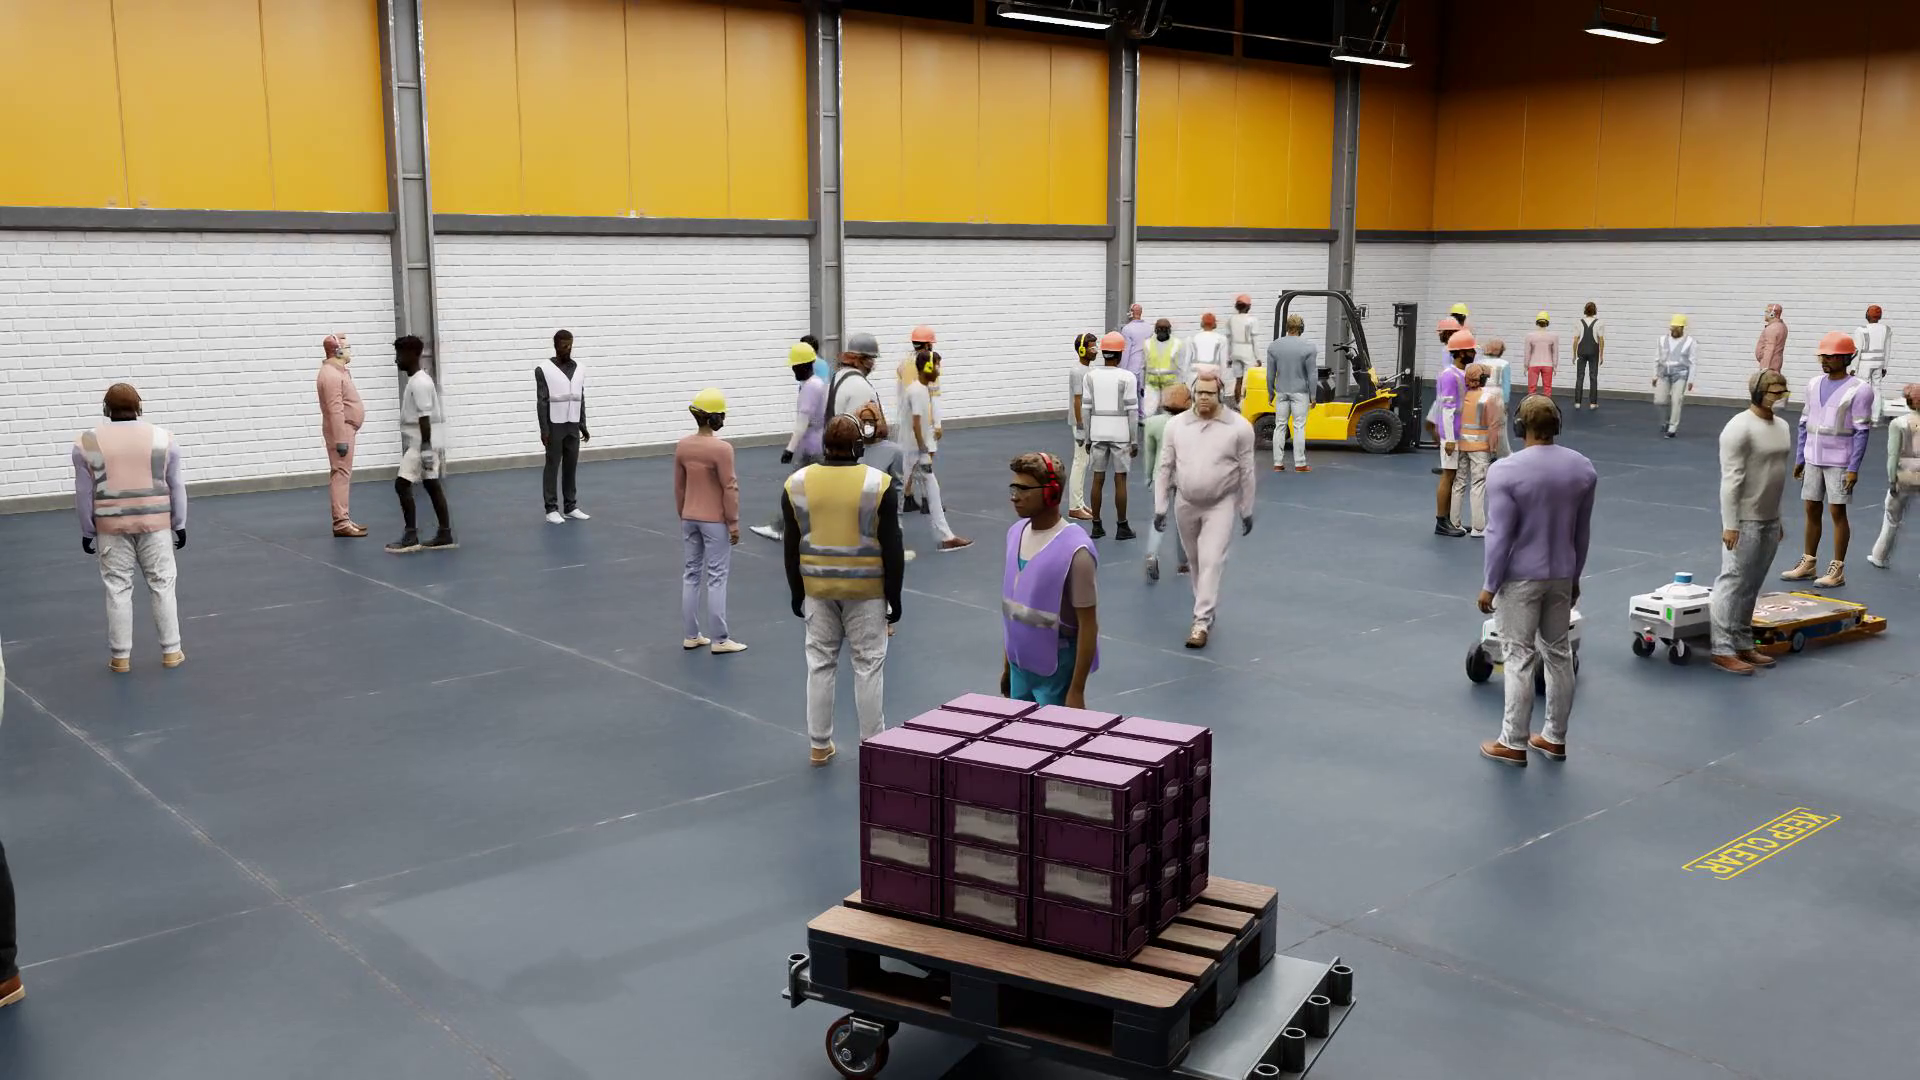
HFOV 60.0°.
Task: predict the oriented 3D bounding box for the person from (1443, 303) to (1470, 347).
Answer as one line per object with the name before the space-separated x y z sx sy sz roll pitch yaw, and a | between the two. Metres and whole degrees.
person | 7.563 -2.660 25.459 0.383 1.922 0.587 1 10 4

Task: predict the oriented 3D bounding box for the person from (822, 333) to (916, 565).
person | -0.847 -0.771 14.055 0.851 2.000 0.709 -5 11 -27

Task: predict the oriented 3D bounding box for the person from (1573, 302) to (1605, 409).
person | 10.870 -3.190 28.787 0.505 1.847 0.346 5 11 25

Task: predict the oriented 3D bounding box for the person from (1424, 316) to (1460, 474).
person | 5.839 -1.725 19.992 0.408 1.917 0.565 8 12 38

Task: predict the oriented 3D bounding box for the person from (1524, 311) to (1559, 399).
person | 9.177 -2.725 26.297 0.524 1.769 0.308 2 10 13

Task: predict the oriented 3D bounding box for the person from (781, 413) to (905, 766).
person | -0.586 0.263 8.581 0.632 1.843 0.429 2 10 12

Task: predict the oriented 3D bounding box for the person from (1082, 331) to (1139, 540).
person | 1.409 -0.966 15.490 0.543 1.939 0.361 5 11 25

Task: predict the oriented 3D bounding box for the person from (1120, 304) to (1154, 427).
person | 2.674 -2.676 25.600 0.642 1.909 0.409 -9 13 -43

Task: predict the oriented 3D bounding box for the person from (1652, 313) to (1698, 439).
person | 10.290 -2.357 23.979 0.627 1.816 0.425 9 13 42

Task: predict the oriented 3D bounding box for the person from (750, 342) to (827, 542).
person | -1.402 -0.868 15.174 0.992 1.856 0.577 -1 10 -8

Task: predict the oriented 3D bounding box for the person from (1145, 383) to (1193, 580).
person | 1.725 -0.473 13.578 0.502 1.606 0.717 3 10 18

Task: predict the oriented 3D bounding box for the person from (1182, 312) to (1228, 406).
person | 3.389 -2.237 23.149 0.652 1.866 0.581 2 10 13

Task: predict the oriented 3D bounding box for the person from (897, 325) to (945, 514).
person | -0.388 -1.237 17.087 0.551 1.934 0.373 8 13 41

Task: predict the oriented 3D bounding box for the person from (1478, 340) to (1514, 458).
person | 6.718 -1.724 20.960 0.892 1.590 0.543 -9 13 -41

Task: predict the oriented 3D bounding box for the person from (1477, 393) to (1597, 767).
person | 2.965 0.211 8.614 0.629 1.937 0.378 -3 10 -18

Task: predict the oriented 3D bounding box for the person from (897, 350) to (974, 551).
person | -0.395 -0.776 14.785 0.957 1.809 0.646 2 10 11

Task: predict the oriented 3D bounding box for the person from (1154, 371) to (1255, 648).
person | 1.677 -0.238 11.480 0.662 1.858 0.989 4 11 24

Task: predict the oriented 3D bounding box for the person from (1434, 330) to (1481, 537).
person | 4.704 -1.007 15.723 0.342 1.941 0.551 6 11 31

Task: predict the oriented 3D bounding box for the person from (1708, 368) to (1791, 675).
person | 5.030 -0.124 10.564 0.635 1.937 0.352 -7 12 -36

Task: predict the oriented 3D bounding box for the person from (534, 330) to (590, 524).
person | -3.955 -1.134 16.554 0.396 1.913 0.590 7 12 36

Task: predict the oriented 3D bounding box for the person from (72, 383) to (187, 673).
person | -5.261 -0.080 10.590 0.633 1.841 0.429 -5 11 -28

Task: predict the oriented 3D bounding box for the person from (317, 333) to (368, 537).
person | -5.821 -0.987 15.697 0.409 1.911 0.651 -3 10 -20

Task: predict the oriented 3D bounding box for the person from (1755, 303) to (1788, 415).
person | 12.498 -2.695 25.698 0.410 1.913 0.643 8 13 39

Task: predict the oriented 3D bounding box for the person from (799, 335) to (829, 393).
person | -1.775 -1.639 20.154 0.378 1.682 0.556 -7 12 -37

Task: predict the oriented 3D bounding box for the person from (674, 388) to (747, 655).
person | -1.668 -0.126 11.082 0.528 1.767 0.330 7 12 37

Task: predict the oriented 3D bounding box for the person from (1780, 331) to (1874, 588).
person | 6.926 -0.640 13.279 0.375 2.044 0.607 -4 10 -22

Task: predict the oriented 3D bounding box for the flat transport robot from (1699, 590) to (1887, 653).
flat transport robot | 5.684 0.551 11.487 1.431 0.197 0.652 -6 11 -31

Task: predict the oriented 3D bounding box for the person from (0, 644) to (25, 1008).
person | -3.551 0.672 5.735 0.624 1.992 0.386 5 11 28

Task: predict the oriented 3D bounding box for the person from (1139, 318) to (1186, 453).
person | 2.675 -2.035 22.096 0.632 1.821 0.499 3 10 17

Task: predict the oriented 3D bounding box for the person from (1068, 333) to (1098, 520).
person | 1.254 -1.141 16.718 0.318 1.870 0.531 2 10 12

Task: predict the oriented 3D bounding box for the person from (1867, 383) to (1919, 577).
person | 7.898 -0.493 13.736 0.517 1.594 0.853 1 10 4

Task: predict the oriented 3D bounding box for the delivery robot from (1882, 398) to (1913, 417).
delivery robot | 14.563 -2.034 25.520 0.707 0.478 0.477 8 12 38

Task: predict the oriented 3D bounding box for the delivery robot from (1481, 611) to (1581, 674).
delivery robot | 3.536 0.569 10.275 0.707 0.478 0.477 -9 13 -43

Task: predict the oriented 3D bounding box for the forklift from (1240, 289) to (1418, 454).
forklift | 5.034 -2.339 22.783 2.313 2.155 1.214 3 10 16

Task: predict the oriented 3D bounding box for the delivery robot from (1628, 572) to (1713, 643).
delivery robot | 4.739 0.457 10.933 0.707 0.478 0.477 -6 11 -31

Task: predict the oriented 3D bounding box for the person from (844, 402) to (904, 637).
person | -0.636 -0.142 11.560 0.500 1.633 0.286 -1 10 -5

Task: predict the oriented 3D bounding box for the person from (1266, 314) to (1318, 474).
person | 4.029 -1.766 20.179 0.636 1.938 0.354 6 11 31

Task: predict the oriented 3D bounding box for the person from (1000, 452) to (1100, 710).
person | 0.364 0.551 6.880 0.373 1.843 0.571 -6 11 -30

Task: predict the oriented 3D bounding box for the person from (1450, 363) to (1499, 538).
person | 4.819 -0.839 15.625 0.306 1.639 0.523 -7 12 -34

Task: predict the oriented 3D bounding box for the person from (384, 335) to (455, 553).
person | -4.893 -0.851 14.808 0.740 1.936 0.634 -3 10 -16

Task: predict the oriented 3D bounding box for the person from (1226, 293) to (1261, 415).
person | 4.642 -3.012 27.184 0.671 2.030 0.504 9 13 43

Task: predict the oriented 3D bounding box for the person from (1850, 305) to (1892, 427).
person | 14.020 -2.669 25.633 0.574 1.882 0.356 -1 10 -3
